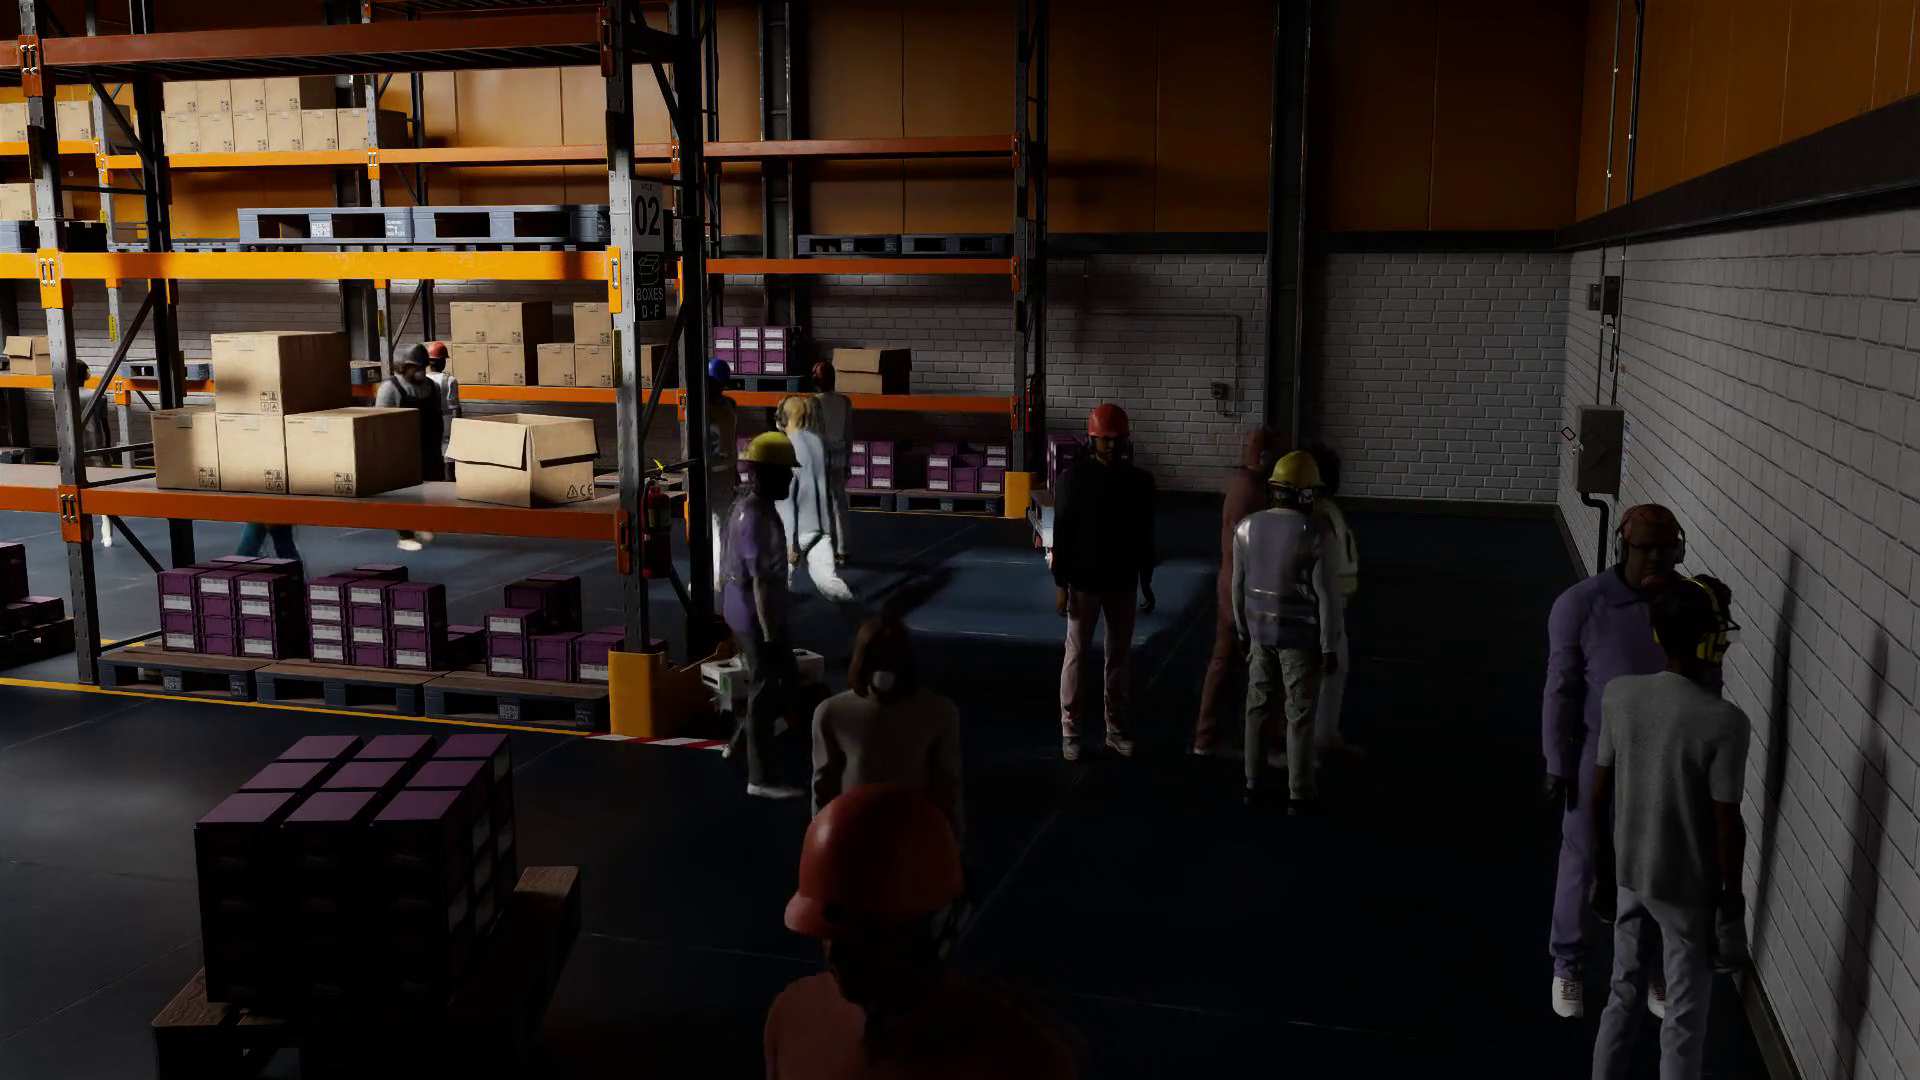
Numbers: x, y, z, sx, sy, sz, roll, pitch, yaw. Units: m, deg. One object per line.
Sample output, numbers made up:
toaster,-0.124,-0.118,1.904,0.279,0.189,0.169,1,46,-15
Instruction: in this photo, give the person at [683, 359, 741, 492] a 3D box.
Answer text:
person,-2.167,-0.631,14.730,0.411,1.936,0.605,7,12,36

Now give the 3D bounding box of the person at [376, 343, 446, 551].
person,-5.274,-0.910,16.112,0.703,2.000,0.543,-9,13,-44

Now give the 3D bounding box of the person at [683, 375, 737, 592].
person,-2.128,-0.483,14.115,0.430,1.845,0.624,3,10,20

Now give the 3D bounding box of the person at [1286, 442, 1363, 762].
person,1.985,0.355,9.131,0.469,1.804,0.652,1,9,6

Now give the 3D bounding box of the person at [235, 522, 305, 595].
person,-5.368,-0.248,12.728,0.717,1.816,0.580,0,9,-2

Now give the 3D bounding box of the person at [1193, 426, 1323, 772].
person,1.667,0.326,9.055,0.819,1.875,0.688,1,9,9

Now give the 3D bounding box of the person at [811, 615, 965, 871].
person,-0.235,1.046,5.483,0.501,1.619,0.424,-1,9,-5

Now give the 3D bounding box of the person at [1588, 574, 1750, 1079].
person,2.066,1.022,4.851,0.336,1.873,0.521,-5,10,-27

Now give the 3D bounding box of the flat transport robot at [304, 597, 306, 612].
flat transport robot,-4.908,0.575,12.439,1.431,0.197,0.652,3,10,15

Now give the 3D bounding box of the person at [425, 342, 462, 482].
person,-5.629,-1.171,18.020,0.544,1.937,0.354,2,10,12

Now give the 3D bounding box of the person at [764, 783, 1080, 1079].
person,-0.026,1.323,2.742,0.616,1.970,0.876,6,11,31

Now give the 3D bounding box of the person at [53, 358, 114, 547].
person,-8.532,-0.837,16.210,0.329,1.864,0.508,9,13,42

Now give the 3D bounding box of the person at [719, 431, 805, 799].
person,-1.007,0.395,8.573,0.408,1.912,0.628,0,9,-2

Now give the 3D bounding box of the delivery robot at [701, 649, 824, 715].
delivery robot,-1.171,0.809,9.866,0.707,0.478,0.477,-7,11,-35

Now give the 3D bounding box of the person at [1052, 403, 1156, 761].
person,0.811,0.232,9.286,0.613,1.995,0.390,-3,10,-15

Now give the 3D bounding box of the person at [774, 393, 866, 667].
person,-0.994,-0.065,11.473,0.999,1.893,0.636,6,11,32

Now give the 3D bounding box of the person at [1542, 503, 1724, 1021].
person,2.446,0.811,6.032,0.652,1.906,0.402,0,9,1

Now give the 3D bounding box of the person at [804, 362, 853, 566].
person,-1.221,-0.685,15.217,0.585,1.882,0.337,-9,13,-43

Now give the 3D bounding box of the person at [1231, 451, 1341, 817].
person,1.654,0.464,8.368,0.600,1.829,0.404,9,13,43
